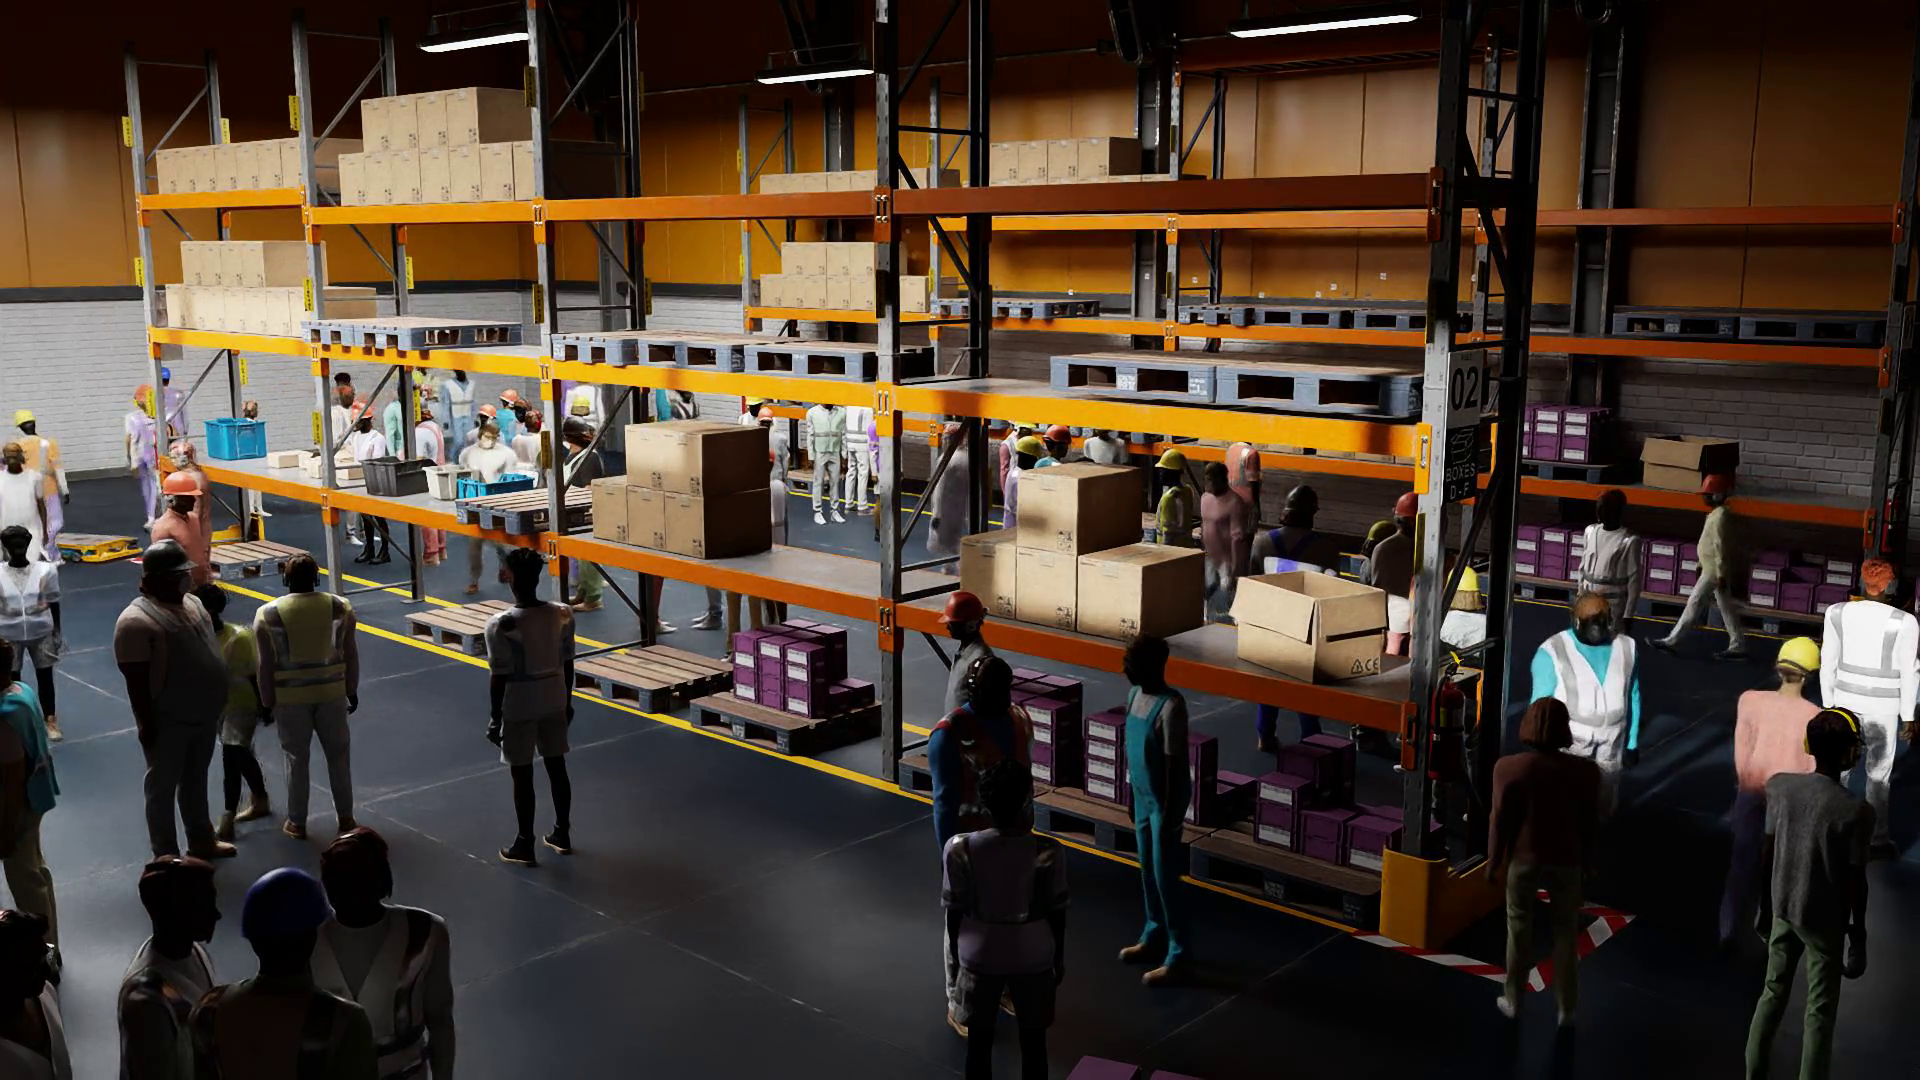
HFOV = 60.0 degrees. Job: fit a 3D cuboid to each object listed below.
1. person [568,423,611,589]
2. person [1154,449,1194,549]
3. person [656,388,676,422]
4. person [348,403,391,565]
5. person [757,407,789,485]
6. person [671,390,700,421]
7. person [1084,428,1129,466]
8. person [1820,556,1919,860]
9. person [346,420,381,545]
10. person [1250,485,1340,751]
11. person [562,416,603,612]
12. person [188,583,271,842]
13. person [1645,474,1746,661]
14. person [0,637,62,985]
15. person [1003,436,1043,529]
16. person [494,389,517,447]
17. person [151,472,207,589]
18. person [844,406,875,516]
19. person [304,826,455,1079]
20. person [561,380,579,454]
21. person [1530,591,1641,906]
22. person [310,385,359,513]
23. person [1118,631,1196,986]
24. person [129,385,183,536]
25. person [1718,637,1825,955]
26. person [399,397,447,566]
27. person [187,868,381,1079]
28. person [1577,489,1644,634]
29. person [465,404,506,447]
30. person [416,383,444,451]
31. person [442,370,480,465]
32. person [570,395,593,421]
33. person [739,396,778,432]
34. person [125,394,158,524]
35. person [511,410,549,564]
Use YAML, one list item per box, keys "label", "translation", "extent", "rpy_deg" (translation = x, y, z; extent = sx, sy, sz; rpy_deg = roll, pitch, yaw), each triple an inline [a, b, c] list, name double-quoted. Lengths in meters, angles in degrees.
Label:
- label: "person"
  translation: [-4.124, -0.371, 18.375]
  extent: [0.504, 1.836, 0.337]
  rpy_deg: [8, 13, 39]
- label: "person"
  translation: [1.954, 0.122, 15.313]
  extent: [0.360, 1.930, 0.587]
  rpy_deg: [5, 11, 24]
- label: "person"
  translation: [-4.923, -2.044, 27.837]
  extent: [0.343, 1.839, 0.502]
  rpy_deg: [-9, 13, -41]
- label: "person"
  translation: [-7.046, -0.669, 19.782]
  extent: [0.544, 1.931, 0.385]
  rpy_deg: [6, 12, 31]
- label: "person"
  translation: [-2.444, -0.801, 21.033]
  extent: [0.563, 1.752, 0.326]
  rpy_deg: [-4, 11, -19]
- label: "person"
  translation: [-4.230, -1.596, 25.709]
  extent: [0.412, 1.678, 0.549]
  rpy_deg: [9, 14, 43]
- label: "person"
  translation: [1.719, -0.570, 19.422]
  extent: [0.700, 1.868, 0.410]
  rpy_deg: [1, 10, 5]
- label: "person"
  translation: [5.626, 1.031, 10.308]
  extent: [0.354, 1.883, 0.573]
  rpy_deg: [-8, 13, -37]
- label: "person"
  translation: [-7.589, -0.803, 21.124]
  extent: [0.377, 1.732, 0.499]
  rpy_deg: [3, 10, 17]
- label: "person"
  translation: [2.515, 0.586, 12.379]
  extent: [0.683, 2.000, 0.535]
  rpy_deg: [6, 12, 31]
- label: "person"
  translation: [-3.971, -0.279, 17.270]
  extent: [0.536, 2.000, 0.688]
  rpy_deg: [-4, 11, -23]
- label: "person"
  translation: [-4.741, 1.085, 10.656]
  extent: [0.540, 1.651, 0.788]
  rpy_deg: [4, 11, 24]
- label: "person"
  translation: [6.810, 0.249, 15.208]
  extent: [0.879, 1.702, 0.593]
  rpy_deg: [5, 11, 25]
- label: "person"
  translation: [-4.789, 1.377, 8.463]
  extent: [0.372, 1.840, 0.570]
  rpy_deg: [-4, 11, -23]
- label: "person"
  translation: [0.623, -0.078, 16.487]
  extent: [0.397, 1.914, 0.589]
  rpy_deg: [0, 10, -2]
- label: "person"
  translation: [-6.439, -1.282, 23.792]
  extent: [0.575, 1.740, 0.349]
  rpy_deg: [6, 12, 30]
- label: "person"
  translation: [-6.246, 0.432, 13.420]
  extent: [0.408, 1.987, 0.614]
  rpy_deg: [0, 10, 1]
- label: "person"
  translation: [-1.409, -1.279, 23.405]
  extent: [0.349, 1.878, 0.569]
  rpy_deg: [-10, 14, -44]
- label: "person"
  translation: [-1.986, 1.865, 5.586]
  extent: [0.572, 1.886, 0.353]
  rpy_deg: [-2, 10, -9]
- label: "person"
  translation: [-6.610, -2.178, 28.447]
  extent: [0.454, 1.891, 0.617]
  rpy_deg: [-1, 10, -4]
- label: "person"
  translation: [3.623, 1.175, 9.679]
  extent: [0.660, 1.823, 0.588]
  rpy_deg: [-2, 10, -8]
- label: "person"
  translation: [-8.800, -1.278, 23.497]
  extent: [0.846, 1.849, 0.625]
  rpy_deg: [2, 10, 11]
- label: "person"
  translation: [1.002, 1.364, 8.586]
  extent: [0.363, 1.835, 0.504]
  rpy_deg: [-4, 11, -22]
- label: "person"
  translation: [-10.505, -1.033, 21.705]
  extent: [0.627, 1.974, 1.083]
  rpy_deg: [0, 10, 2]
- label: "person"
  translation: [4.380, 1.362, 8.935]
  extent: [0.522, 1.712, 0.948]
  rpy_deg: [9, 14, 42]
- label: "person"
  translation: [-6.405, -0.720, 19.759]
  extent: [0.535, 2.000, 0.685]
  rpy_deg: [0, 10, 0]
- label: "person"
  translation: [-1.985, 1.933, 5.021]
  extent: [0.601, 1.949, 0.384]
  rpy_deg: [2, 10, 12]
- label: "person"
  translation: [5.108, 0.527, 13.161]
  extent: [0.360, 1.883, 0.574]
  rpy_deg: [-4, 11, -23]
- label: "person"
  translation: [-6.082, -0.882, 21.515]
  extent: [0.560, 1.742, 0.338]
  rpy_deg: [2, 10, 13]
- label: "person"
  translation: [-7.373, -1.234, 23.089]
  extent: [0.401, 1.899, 0.636]
  rpy_deg: [0, 10, -2]
- label: "person"
  translation: [-8.268, -2.027, 27.563]
  extent: [0.444, 1.901, 0.596]
  rpy_deg: [8, 13, 37]
- label: "person"
  translation: [-5.196, -1.124, 22.921]
  extent: [0.320, 1.737, 0.483]
  rpy_deg: [-5, 11, -24]
- label: "person"
  translation: [-2.675, -1.042, 21.940]
  extent: [0.596, 1.916, 0.398]
  rpy_deg: [5, 11, 28]
- label: "person"
  translation: [-11.141, -1.159, 22.878]
  extent: [0.517, 1.818, 0.984]
  rpy_deg: [-2, 10, -13]
- label: "person"
  translation: [-5.089, -0.620, 19.790]
  extent: [0.563, 1.835, 0.395]
  rpy_deg: [6, 11, 29]
